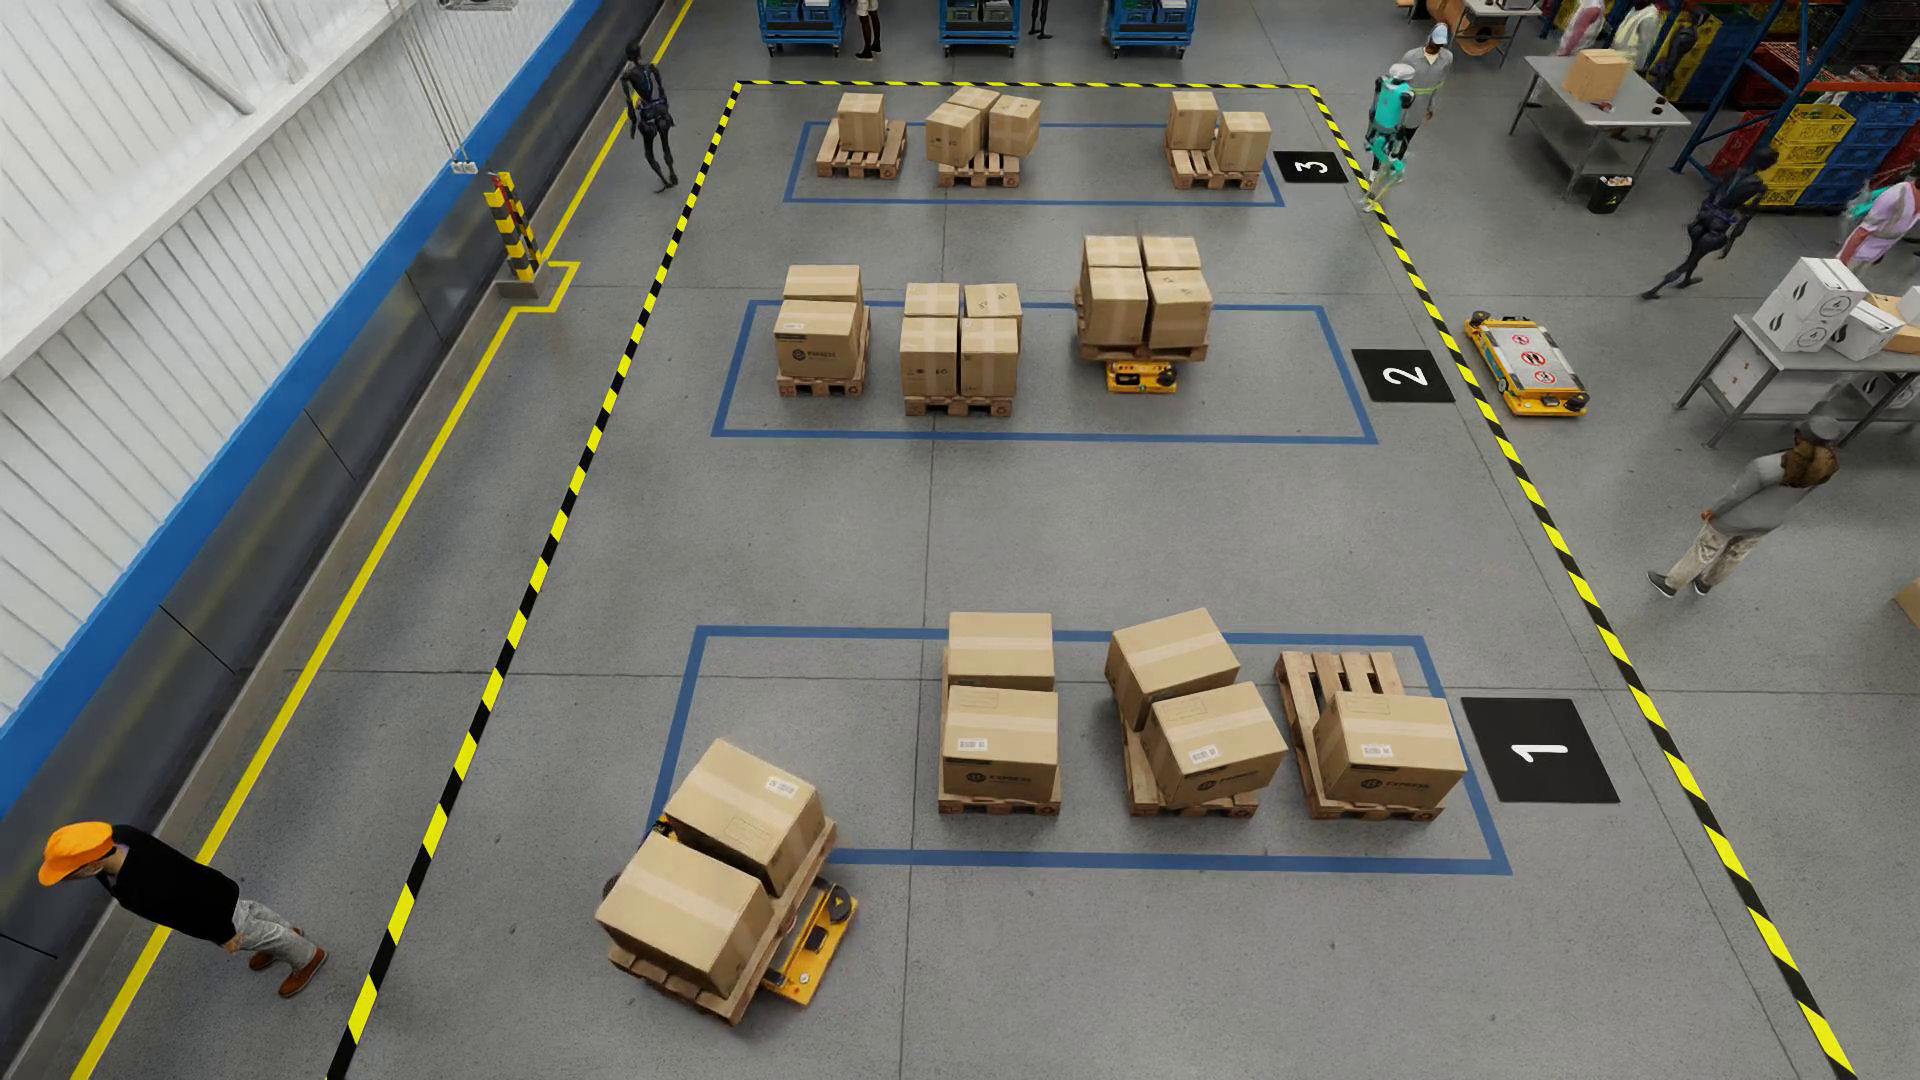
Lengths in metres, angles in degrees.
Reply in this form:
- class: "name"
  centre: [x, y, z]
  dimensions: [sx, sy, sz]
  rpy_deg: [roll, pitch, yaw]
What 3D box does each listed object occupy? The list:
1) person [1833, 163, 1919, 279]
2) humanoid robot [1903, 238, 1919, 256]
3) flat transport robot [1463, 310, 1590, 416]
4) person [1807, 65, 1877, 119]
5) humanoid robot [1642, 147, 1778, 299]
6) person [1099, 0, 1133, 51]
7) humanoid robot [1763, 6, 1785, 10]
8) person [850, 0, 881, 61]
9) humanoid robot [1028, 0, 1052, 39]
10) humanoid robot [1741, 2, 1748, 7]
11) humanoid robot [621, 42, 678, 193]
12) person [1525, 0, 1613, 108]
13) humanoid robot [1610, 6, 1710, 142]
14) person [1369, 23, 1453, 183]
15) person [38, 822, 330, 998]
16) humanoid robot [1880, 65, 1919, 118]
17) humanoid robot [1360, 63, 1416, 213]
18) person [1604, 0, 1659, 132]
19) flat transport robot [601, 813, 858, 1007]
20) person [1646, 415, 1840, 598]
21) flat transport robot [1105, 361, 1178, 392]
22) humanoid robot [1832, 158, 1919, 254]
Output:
- class: "person"
  centre: [8.667, -2.754, 8.746]
  dimensions: [0.607, 2.043, 0.395]
  rpy_deg: [-15, 51, -13]
- class: "humanoid robot"
  centre: [11.081, -3.890, 9.962]
  dimensions: [0.315, 1.653, 0.599]
  rpy_deg: [13, 50, 11]
- class: "flat transport robot"
  centre: [5.573, -1.757, 9.054]
  dimensions: [0.659, 0.231, 1.431]
  rpy_deg: [1, 49, 1]
- class: "person"
  centre: [11.254, -5.859, 11.537]
  dimensions: [0.350, 1.881, 0.575]
  rpy_deg: [6, 49, 5]
- class: "humanoid robot"
  centre: [7.757, -3.225, 9.420]
  dimensions: [0.782, 1.626, 0.590]
  rpy_deg: [-7, 49, -6]
- class: "person"
  centre: [2.393, -8.469, 13.804]
  dimensions: [0.736, 1.880, 0.436]
  rpy_deg: [34, 57, 26]
- class: "humanoid robot"
  centre: [13.656, -9.619, 14.856]
  dimensions: [0.549, 1.764, 0.673]
  rpy_deg: [-16, 51, -13]
- class: "person"
  centre: [-1.404, -8.107, 13.428]
  dimensions: [0.367, 1.966, 0.602]
  rpy_deg: [23, 53, 19]
- class: "humanoid robot"
  centre: [1.281, -8.664, 14.091]
  dimensions: [0.315, 1.657, 0.599]
  rpy_deg: [-23, 53, -19]
- class: "humanoid robot"
  centre: [13.121, -9.571, 14.883]
  dimensions: [0.596, 1.644, 0.330]
  rpy_deg: [-29, 55, -22]
- class: "humanoid robot"
  centre: [-3.668, -5.041, 10.964]
  dimensions: [0.459, 1.639, 0.592]
  rpy_deg: [28, 55, 22]
- class: "person"
  centre: [8.328, -6.608, 12.244]
  dimensions: [0.894, 1.787, 0.594]
  rpy_deg: [11, 50, 9]
- class: "humanoid robot"
  centre: [9.051, -5.894, 11.705]
  dimensions: [0.559, 1.642, 0.612]
  rpy_deg: [37, 58, 27]
- class: "person"
  centre: [5.418, -5.193, 10.981]
  dimensions: [0.597, 1.850, 0.395]
  rpy_deg: [0, 49, 0]
- class: "person"
  centre: [-3.994, 1.934, 4.791]
  dimensions: [0.589, 1.882, 0.380]
  rpy_deg: [27, 54, 21]
- class: "humanoid robot"
  centre: [11.738, -5.471, 11.284]
  dimensions: [0.703, 1.754, 0.539]
  rpy_deg: [16, 51, 13]
- class: "humanoid robot"
  centre: [4.983, -4.566, 10.535]
  dimensions: [0.810, 1.794, 0.535]
  rpy_deg: [-19, 52, -15]
- class: "person"
  centre: [8.635, -6.277, 11.976]
  dimensions: [1.013, 1.759, 0.631]
  rpy_deg: [16, 51, 14]
- class: "flat transport robot"
  centre: [-1.413, 2.207, 5.604]
  dimensions: [1.431, 0.197, 0.652]
  rpy_deg: [18, 51, 15]
- class: "person"
  centre: [5.770, -0.192, 6.710]
  dimensions: [0.563, 1.763, 0.403]
  rpy_deg: [-1, 49, -1]
- class: "flat transport robot"
  centre: [1.778, -2.029, 9.271]
  dimensions: [0.652, 0.197, 1.431]
  rpy_deg: [1, 49, 1]
- class: "humanoid robot"
  centre: [10.144, -3.912, 9.964]
  dimensions: [0.562, 1.808, 0.673]
  rpy_deg: [-26, 54, -21]
